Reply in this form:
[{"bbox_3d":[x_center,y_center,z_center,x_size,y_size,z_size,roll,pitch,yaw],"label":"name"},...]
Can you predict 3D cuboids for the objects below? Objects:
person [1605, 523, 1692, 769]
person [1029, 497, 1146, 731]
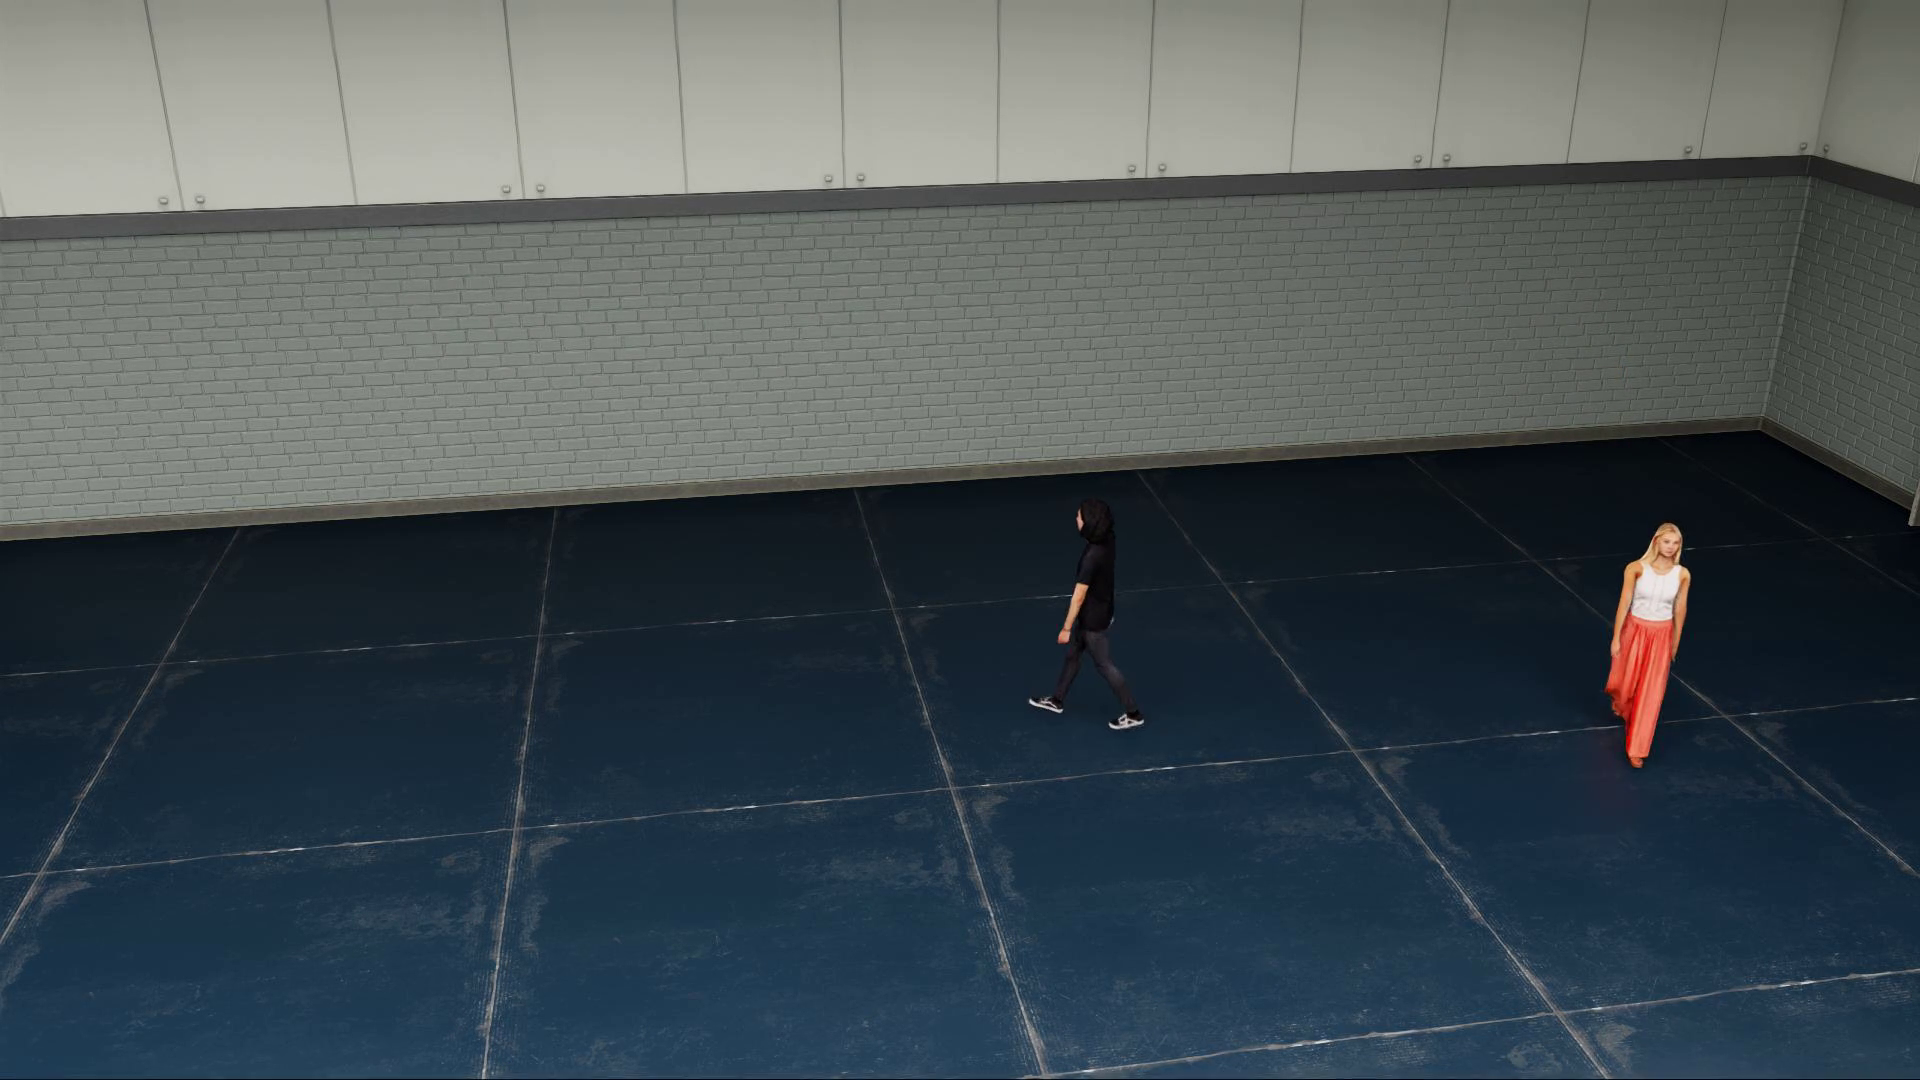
[{"bbox_3d":[4.906,0.692,11.961,0.923,1.781,1.130,6,24,14],"label":"person"},{"bbox_3d":[1.066,0.583,12.198,1.078,1.795,1.183,8,24,18],"label":"person"}]
